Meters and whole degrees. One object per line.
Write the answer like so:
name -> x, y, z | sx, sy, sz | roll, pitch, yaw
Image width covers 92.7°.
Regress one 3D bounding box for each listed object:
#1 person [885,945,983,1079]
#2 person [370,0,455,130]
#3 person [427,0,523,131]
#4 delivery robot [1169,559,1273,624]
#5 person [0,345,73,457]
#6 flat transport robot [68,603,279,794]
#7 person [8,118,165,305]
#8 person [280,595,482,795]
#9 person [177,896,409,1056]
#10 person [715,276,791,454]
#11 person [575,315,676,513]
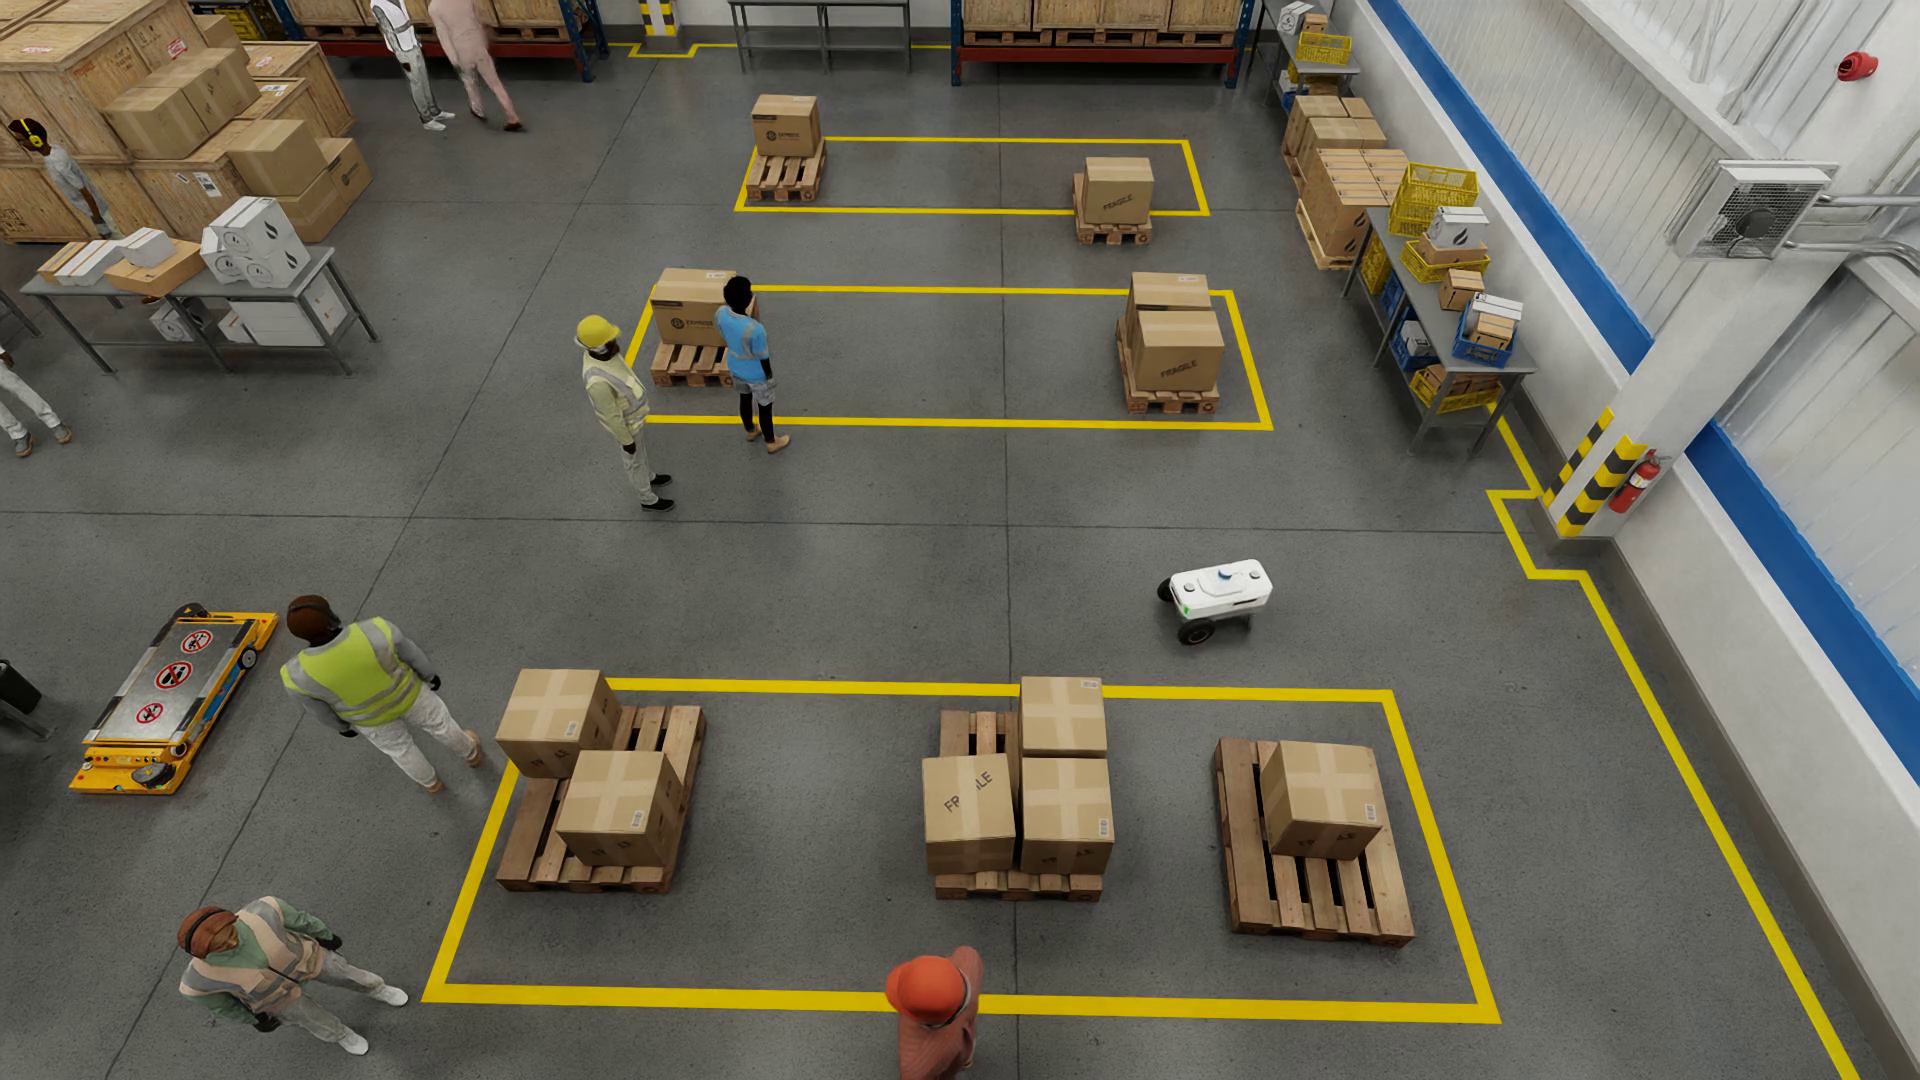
person -> -0.105, 2.316, 4.266 | 0.368, 1.996, 0.622 | 19, 52, 16
person -> -6.948, -6.166, 11.501 | 0.383, 1.912, 0.584 | 0, 50, 0
person -> -6.161, -6.129, 11.527 | 1.023, 1.838, 0.644 | 32, 57, 24
delivery robot -> 1.923, 0.369, 6.793 | 0.707, 0.478, 0.477 | -10, 51, -8
person -> -8.256, -1.513, 7.582 | 0.576, 1.882, 0.355 | -27, 55, -21
flat transport robot -> -5.504, 1.072, 6.442 | 0.652, 0.197, 1.431 | 1, 50, 1
person -> -8.546, -3.220, 9.033 | 0.328, 1.872, 0.510 | -36, 59, -27
person -> -3.476, 0.948, 5.527 | 0.627, 1.840, 0.429 | -34, 58, -25
person -> -3.365, 2.192, 4.609 | 0.313, 1.634, 0.514 | 19, 52, 15
person -> -1.739, -1.434, 7.639 | 0.529, 1.690, 0.318 | 32, 57, 24
person -> -2.604, -0.968, 7.152 | 0.404, 1.831, 0.600 | -11, 51, -9
